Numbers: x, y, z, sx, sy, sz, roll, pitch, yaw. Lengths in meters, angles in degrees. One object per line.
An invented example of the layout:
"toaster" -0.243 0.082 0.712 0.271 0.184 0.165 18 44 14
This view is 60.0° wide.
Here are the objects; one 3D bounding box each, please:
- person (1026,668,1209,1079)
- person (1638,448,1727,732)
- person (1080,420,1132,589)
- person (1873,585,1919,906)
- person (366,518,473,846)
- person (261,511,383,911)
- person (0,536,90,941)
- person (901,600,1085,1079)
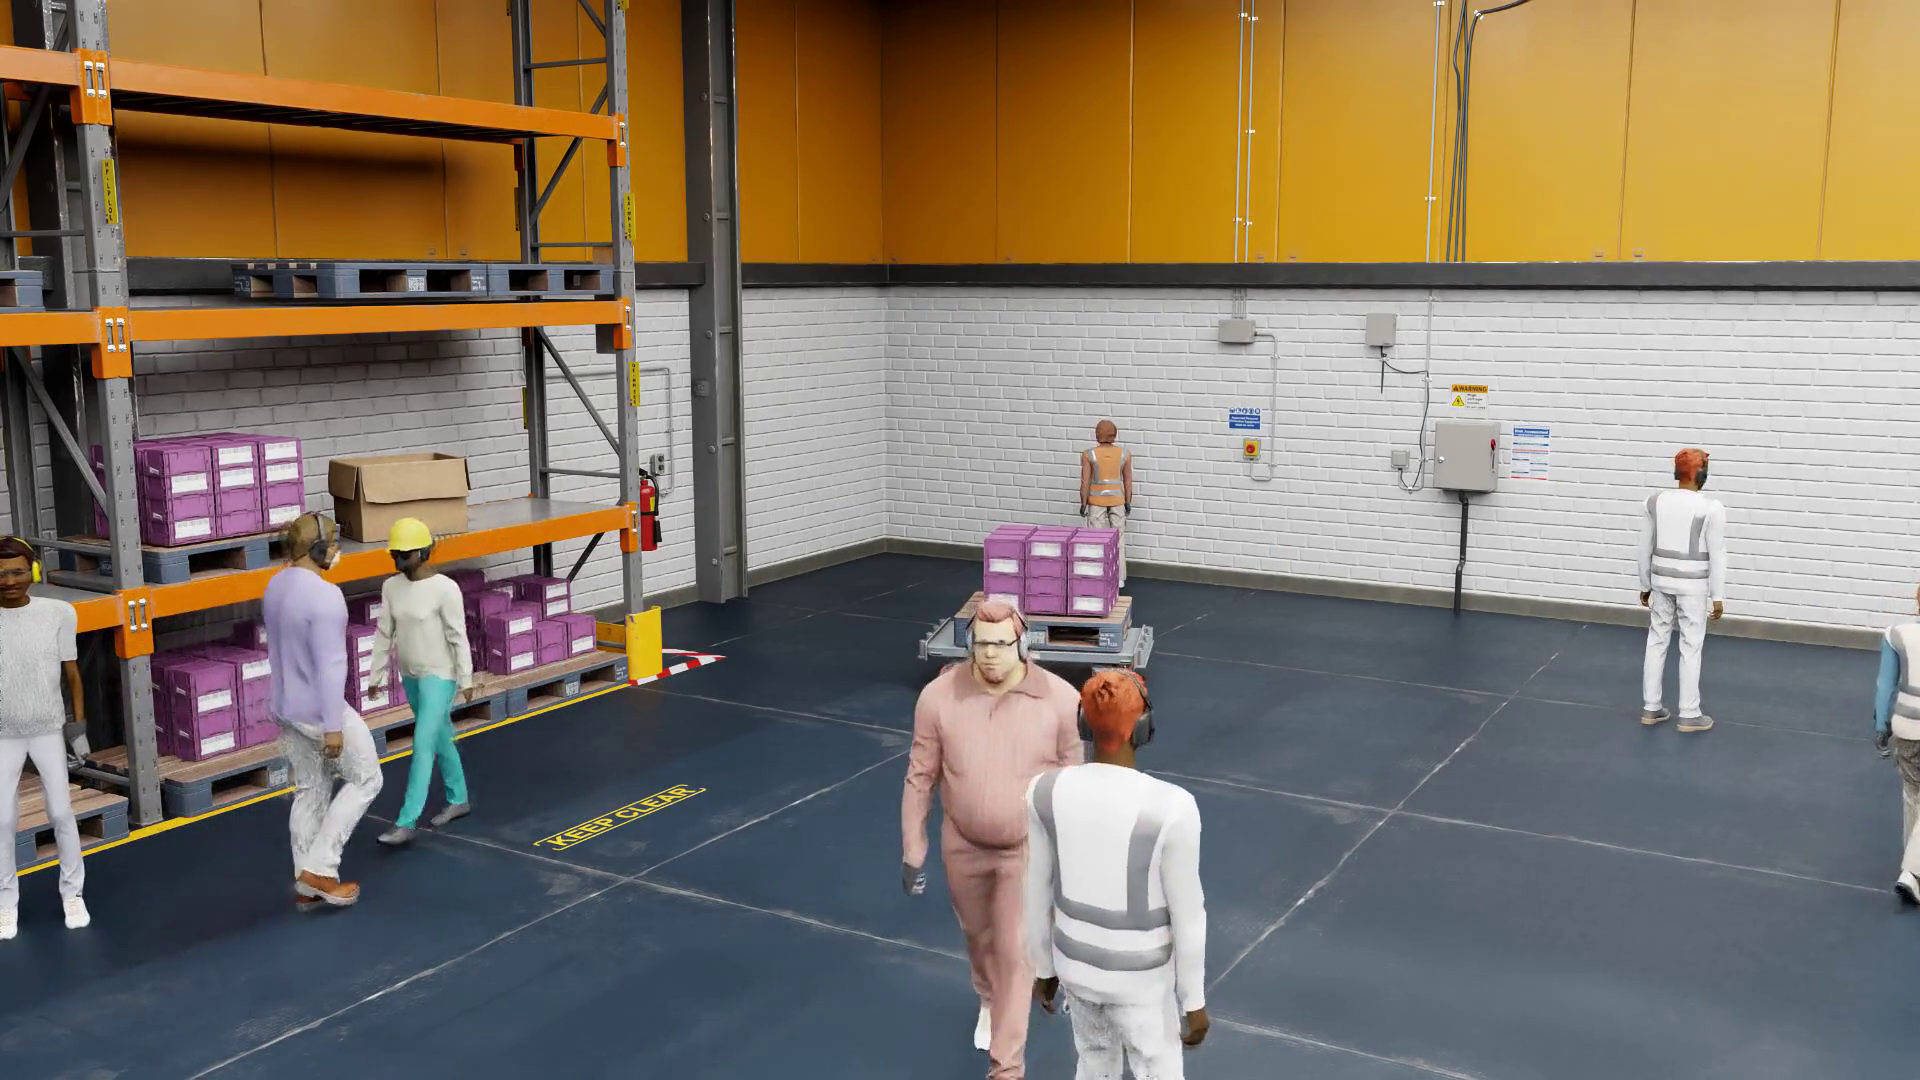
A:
"person" 0.441 1.308 4.970 0.600 1.870 0.645 6 11 35
"person" 4.800 0.326 11.073 0.337 1.882 0.585 -7 11 -37
"person" 1.399 -0.331 15.943 0.518 1.636 0.312 -1 9 -9
"person" 4.723 0.943 8.100 0.822 1.602 0.512 -8 12 -40
"person" -2.942 0.751 8.874 0.554 1.726 0.841 5 10 29
"person" -3.028 0.817 7.887 0.648 1.918 0.442 8 12 42
"person" -4.278 0.896 7.613 0.505 1.860 0.320 -5 10 -26
"person" 0.128 1.125 6.188 0.677 1.857 0.992 2 9 11
